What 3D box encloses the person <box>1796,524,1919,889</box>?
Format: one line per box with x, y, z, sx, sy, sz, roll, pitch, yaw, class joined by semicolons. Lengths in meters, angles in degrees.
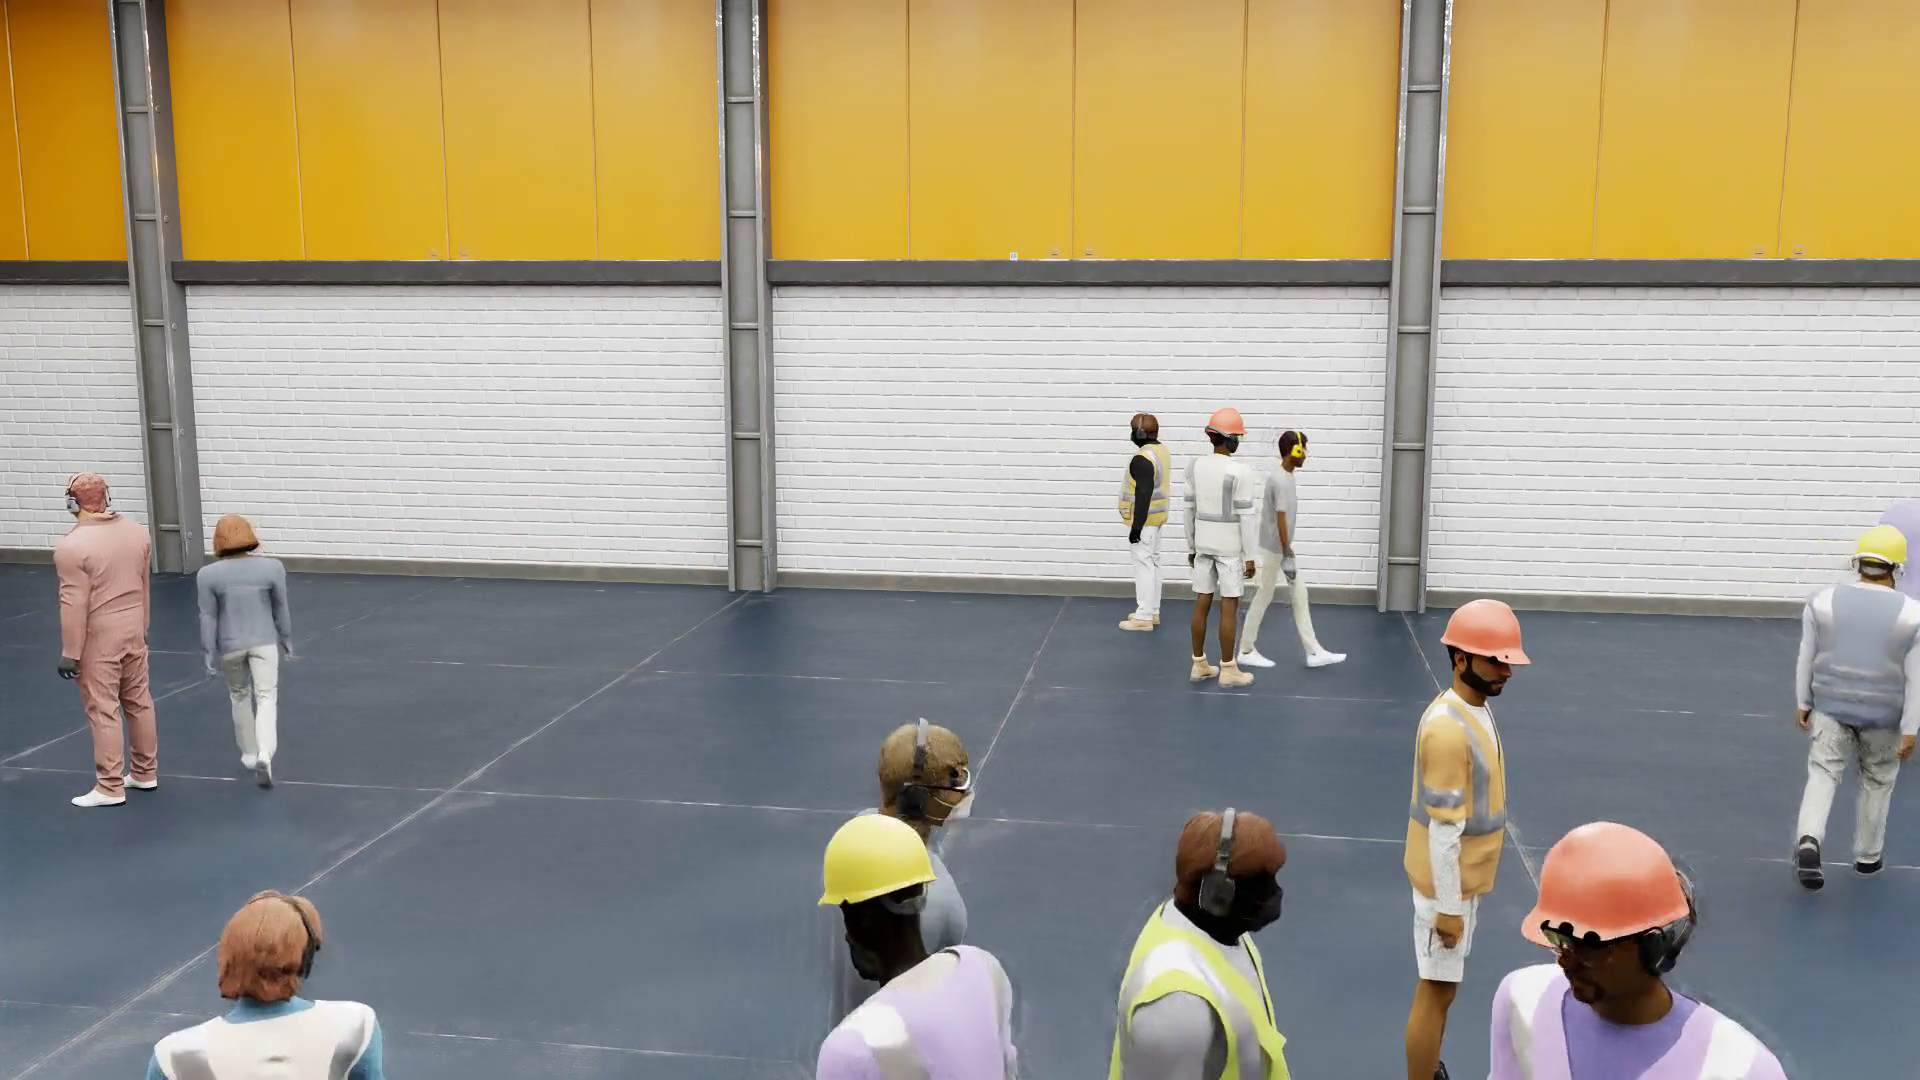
4.378;0.826;8.124;0.595;1.814;0.757;8;12;39;person

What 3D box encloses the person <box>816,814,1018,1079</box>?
-0.160;1.523;3.606;0.824;1.870;0.616;4;10;25;person

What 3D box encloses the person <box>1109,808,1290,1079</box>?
0.649;1.508;3.855;0.614;1.823;0.637;2;9;12;person

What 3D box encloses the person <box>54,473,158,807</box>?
-4.879;0.563;9.458;0.403;1.904;0.637;2;10;14;person

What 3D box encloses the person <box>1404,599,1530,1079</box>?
1.729;1.152;5.724;0.376;1.934;0.546;4;10;25;person

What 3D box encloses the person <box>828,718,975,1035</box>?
-0.021;1.383;4.389;0.923;1.896;0.627;-4;10;-21;person

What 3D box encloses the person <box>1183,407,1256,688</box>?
1.916;0.053;12.161;0.373;2.043;0.615;-8;12;-42;person

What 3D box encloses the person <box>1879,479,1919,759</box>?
5.904;0.438;10.106;0.636;1.939;0.365;9;13;43;person

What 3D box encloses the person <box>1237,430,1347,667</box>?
2.539;0.089;12.610;0.921;1.816;0.613;3;10;20;person

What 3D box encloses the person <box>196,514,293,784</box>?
-4.251;0.642;9.909;0.498;1.600;0.788;-4;10;-22;person

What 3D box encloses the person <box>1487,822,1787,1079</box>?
1.355;1.509;3.377;1.011;2.000;0.618;-7;12;-38;person

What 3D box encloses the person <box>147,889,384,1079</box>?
-1.620;1.607;3.878;0.531;1.612;0.653;-7;11;-36;person

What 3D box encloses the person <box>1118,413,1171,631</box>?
1.552;-0.157;14.082;0.429;1.841;0.634;4;10;21;person
